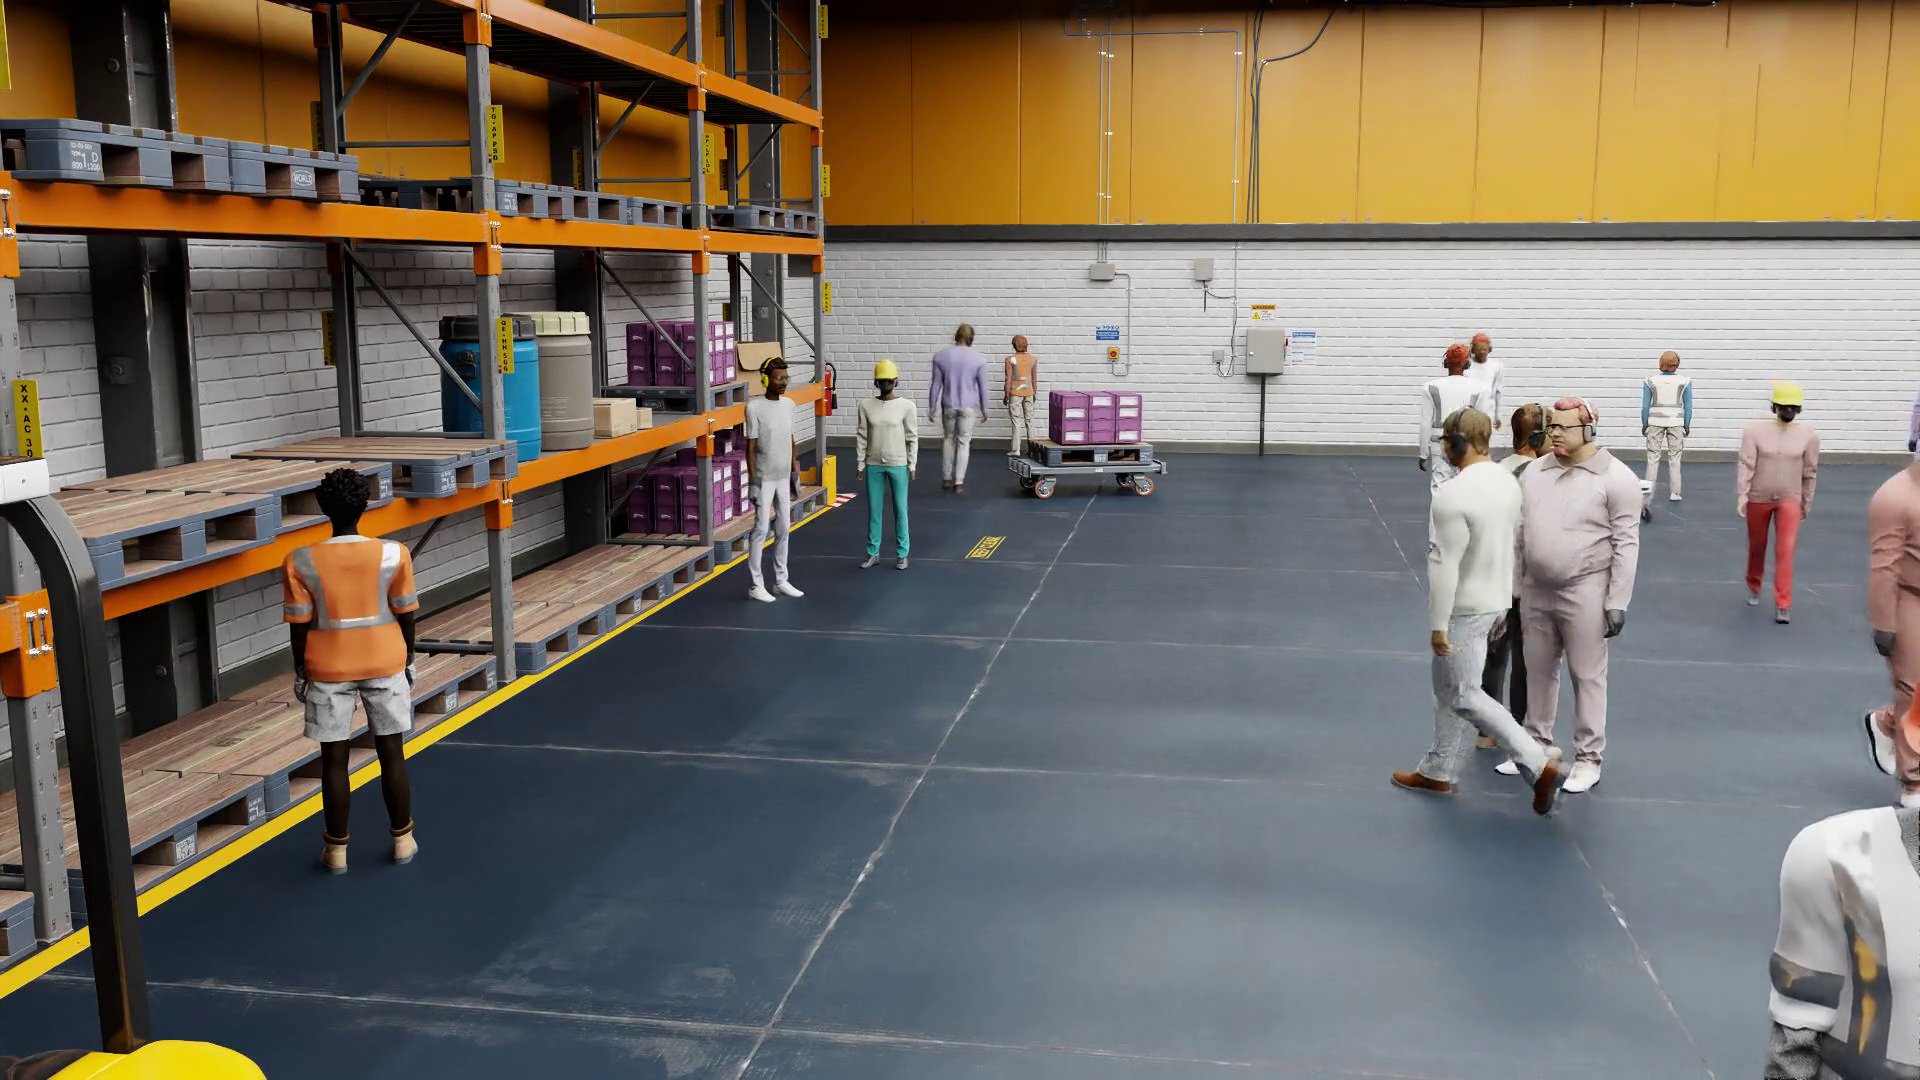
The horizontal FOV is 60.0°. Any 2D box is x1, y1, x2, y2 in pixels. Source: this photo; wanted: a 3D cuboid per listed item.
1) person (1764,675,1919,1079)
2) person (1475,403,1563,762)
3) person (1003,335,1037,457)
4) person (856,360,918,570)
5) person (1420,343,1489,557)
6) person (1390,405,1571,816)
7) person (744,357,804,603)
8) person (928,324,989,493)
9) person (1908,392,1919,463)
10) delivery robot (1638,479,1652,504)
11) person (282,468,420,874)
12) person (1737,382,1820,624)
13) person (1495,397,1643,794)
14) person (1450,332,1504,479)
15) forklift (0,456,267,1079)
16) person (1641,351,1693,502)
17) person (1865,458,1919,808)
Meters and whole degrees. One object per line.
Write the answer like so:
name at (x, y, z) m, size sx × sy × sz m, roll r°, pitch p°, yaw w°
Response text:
person at (1.652, 1.095, 2.821) m, size 0.547 × 1.934 × 0.375 m, roll 2°, pitch 9°, yaw 13°
person at (2.871, 0.221, 8.508) m, size 0.345 × 1.840 × 0.504 m, roll -4°, pitch 10°, yaw -22°
person at (0.815, -1.939, 22.442) m, size 0.517 × 1.639 × 0.313 m, roll -5°, pitch 11°, yaw -30°
person at (-0.619, -0.625, 13.947) m, size 0.534 × 1.767 × 0.315 m, roll 2°, pitch 9°, yaw 14°
person at (4.262, -0.751, 14.370) m, size 0.572 × 1.883 × 0.356 m, roll 2°, pitch 10°, yaw 15°
person at (2.421, 0.334, 7.657) m, size 0.866 × 1.903 × 0.633 m, roll 9°, pitch 13°, yaw 44°
person at (-1.420, -0.460, 12.655) m, size 0.317 × 1.860 × 0.516 m, roll 8°, pitch 12°, yaw 40°
person at (0.002, -1.496, 18.915) m, size 0.687 × 1.899 × 0.671 m, roll 2°, pitch 9°, yaw 11°
person at (9.311, -0.954, 15.657) m, size 0.452 × 1.880 × 0.688 m, roll -8°, pitch 12°, yaw -42°
delivery robot at (6.616, -0.524, 16.761) m, size 0.477 × 0.478 × 0.707 m, roll -3°, pitch 10°, yaw -21°
person at (-2.523, 0.546, 6.942) m, size 0.533 × 1.697 × 0.318 m, roll -4°, pitch 10°, yaw -24°
person at (5.940, -0.305, 12.127) m, size 0.528 × 1.718 × 0.929 m, roll 4°, pitch 10°, yaw 23°
person at (2.928, 0.259, 8.063) m, size 0.408 × 1.906 × 0.654 m, roll -6°, pitch 11°, yaw -35°
person at (5.740, -1.411, 18.601) m, size 0.600 × 1.843 × 0.918 m, roll 0°, pitch 9°, yaw 2°
forklift at (-2.328, 0.975, 2.765) m, size 2.313 × 2.155 × 1.214 m, roll 1°, pitch 9°, yaw 9°
person at (7.678, -1.233, 18.089) m, size 0.511 × 1.640 × 0.308 m, roll 4°, pitch 10°, yaw 25°
person at (4.466, 0.327, 7.742) m, size 0.652 × 1.885 × 0.648 m, roll -2°, pitch 9°, yaw -10°
